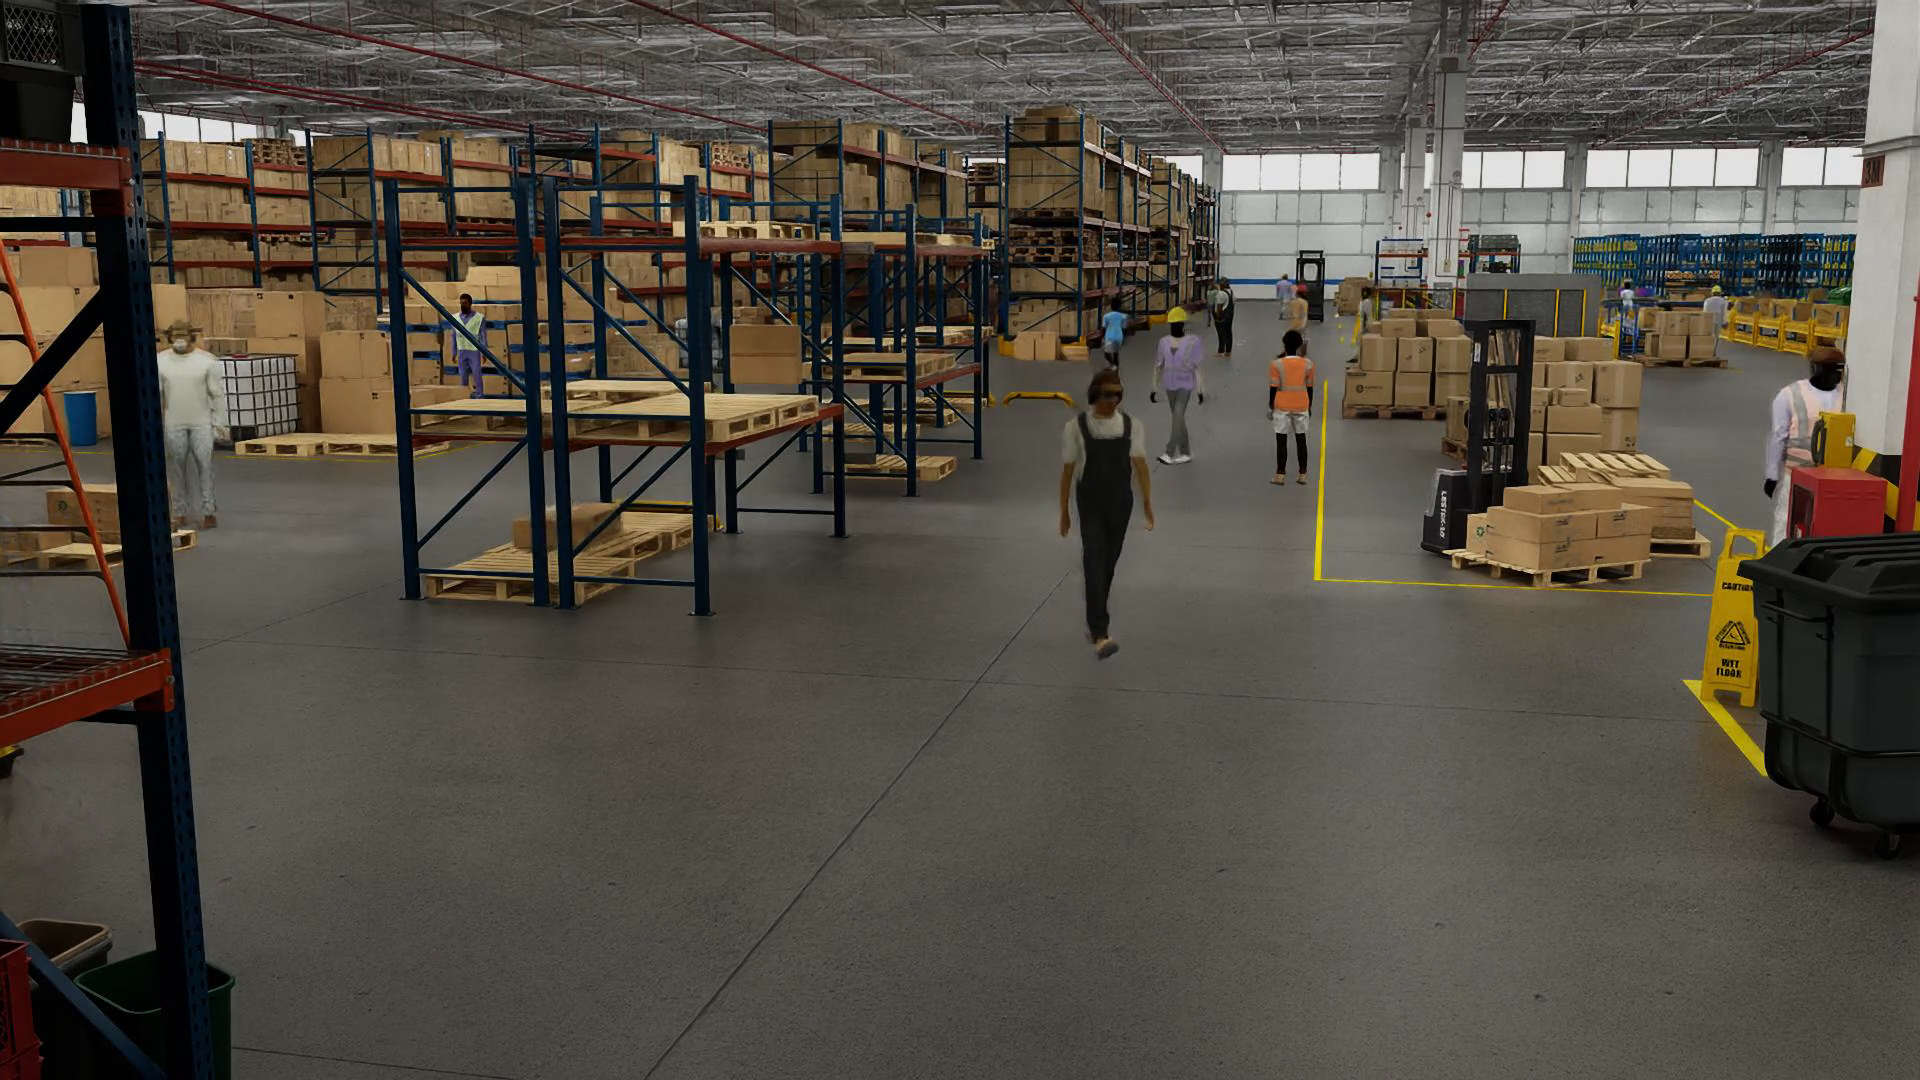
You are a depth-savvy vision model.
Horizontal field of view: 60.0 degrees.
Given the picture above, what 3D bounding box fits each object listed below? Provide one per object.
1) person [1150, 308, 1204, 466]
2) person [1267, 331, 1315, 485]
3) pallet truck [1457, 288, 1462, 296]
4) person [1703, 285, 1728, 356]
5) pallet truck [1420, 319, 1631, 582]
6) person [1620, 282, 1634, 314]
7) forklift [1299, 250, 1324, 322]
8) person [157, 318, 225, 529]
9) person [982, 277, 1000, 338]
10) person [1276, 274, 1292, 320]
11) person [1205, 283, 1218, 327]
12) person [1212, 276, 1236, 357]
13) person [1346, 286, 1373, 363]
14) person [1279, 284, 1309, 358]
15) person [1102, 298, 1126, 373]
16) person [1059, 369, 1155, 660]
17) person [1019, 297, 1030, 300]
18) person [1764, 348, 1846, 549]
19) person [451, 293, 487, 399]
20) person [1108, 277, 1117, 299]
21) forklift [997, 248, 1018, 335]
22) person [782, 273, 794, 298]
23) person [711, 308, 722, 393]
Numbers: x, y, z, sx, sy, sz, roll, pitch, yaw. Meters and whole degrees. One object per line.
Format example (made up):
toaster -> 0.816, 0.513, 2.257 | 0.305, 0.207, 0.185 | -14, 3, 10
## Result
person -> 2.545, -1.824, 19.927 | 0.618, 1.884, 0.926 | 8, 13, 41
person -> 3.625, -1.443, 18.250 | 0.540, 1.695, 0.318 | -2, 10, -10
pallet truck -> 20.506, -9.785, 68.819 | 0.653, 1.274, 1.630 | 2, 10, 12
person -> 19.305, -5.606, 42.544 | 0.596, 1.818, 0.457 | 2, 10, 12
pallet truck -> 4.543, -0.757, 13.299 | 0.823, 1.965, 1.885 | -4, 10, -22
person -> 23.747, -8.368, 59.329 | 0.546, 1.679, 0.593 | -1, 10, -6
forklift -> 13.778, -10.002, 65.433 | 1.129, 2.768, 1.873 | 2, 10, 12
person -> -7.103, -1.066, 15.305 | 0.635, 1.936, 0.355 | -3, 10, -17
person -> 0.980, -7.341, 52.570 | 0.644, 1.903, 0.400 | -5, 11, -26
person -> 13.125, -9.854, 67.464 | 0.631, 1.914, 0.812 | 5, 11, 29
person -> 9.181, -8.588, 60.776 | 0.370, 1.618, 0.514 | -7, 12, -34
person -> 6.685, -5.693, 42.402 | 0.536, 2.000, 0.684 | 9, 13, 44
person -> 9.730, -5.126, 39.671 | 0.917, 1.837, 0.529 | 6, 11, 32
person -> 7.664, -4.852, 37.795 | 0.717, 1.919, 0.549 | -5, 11, -27
person -> 3.185, -4.140, 34.234 | 0.546, 1.684, 0.426 | -4, 10, -22
person -> 0.926, -0.162, 10.377 | 0.506, 1.786, 0.972 | -2, 10, -14
person -> 2.161, -7.466, 53.916 | 0.538, 1.696, 0.317 | -5, 11, -27
person -> 6.262, -0.488, 12.224 | 0.676, 1.831, 0.430 | 0, 10, 0
person -> -8.040, -3.075, 27.257 | 0.600, 1.917, 0.376 | 1, 10, 7
person -> 8.003, -13.122, 87.148 | 0.647, 1.778, 1.015 | 3, 10, 16
forklift -> 1.880, -8.148, 54.454 | 1.129, 2.768, 1.873 | 2, 10, 12
person -> -7.608, -10.902, 73.731 | 0.560, 1.881, 1.019 | 0, 10, 2
person -> -4.694, -3.699, 30.965 | 0.974, 1.910, 0.611 | 9, 13, 43
